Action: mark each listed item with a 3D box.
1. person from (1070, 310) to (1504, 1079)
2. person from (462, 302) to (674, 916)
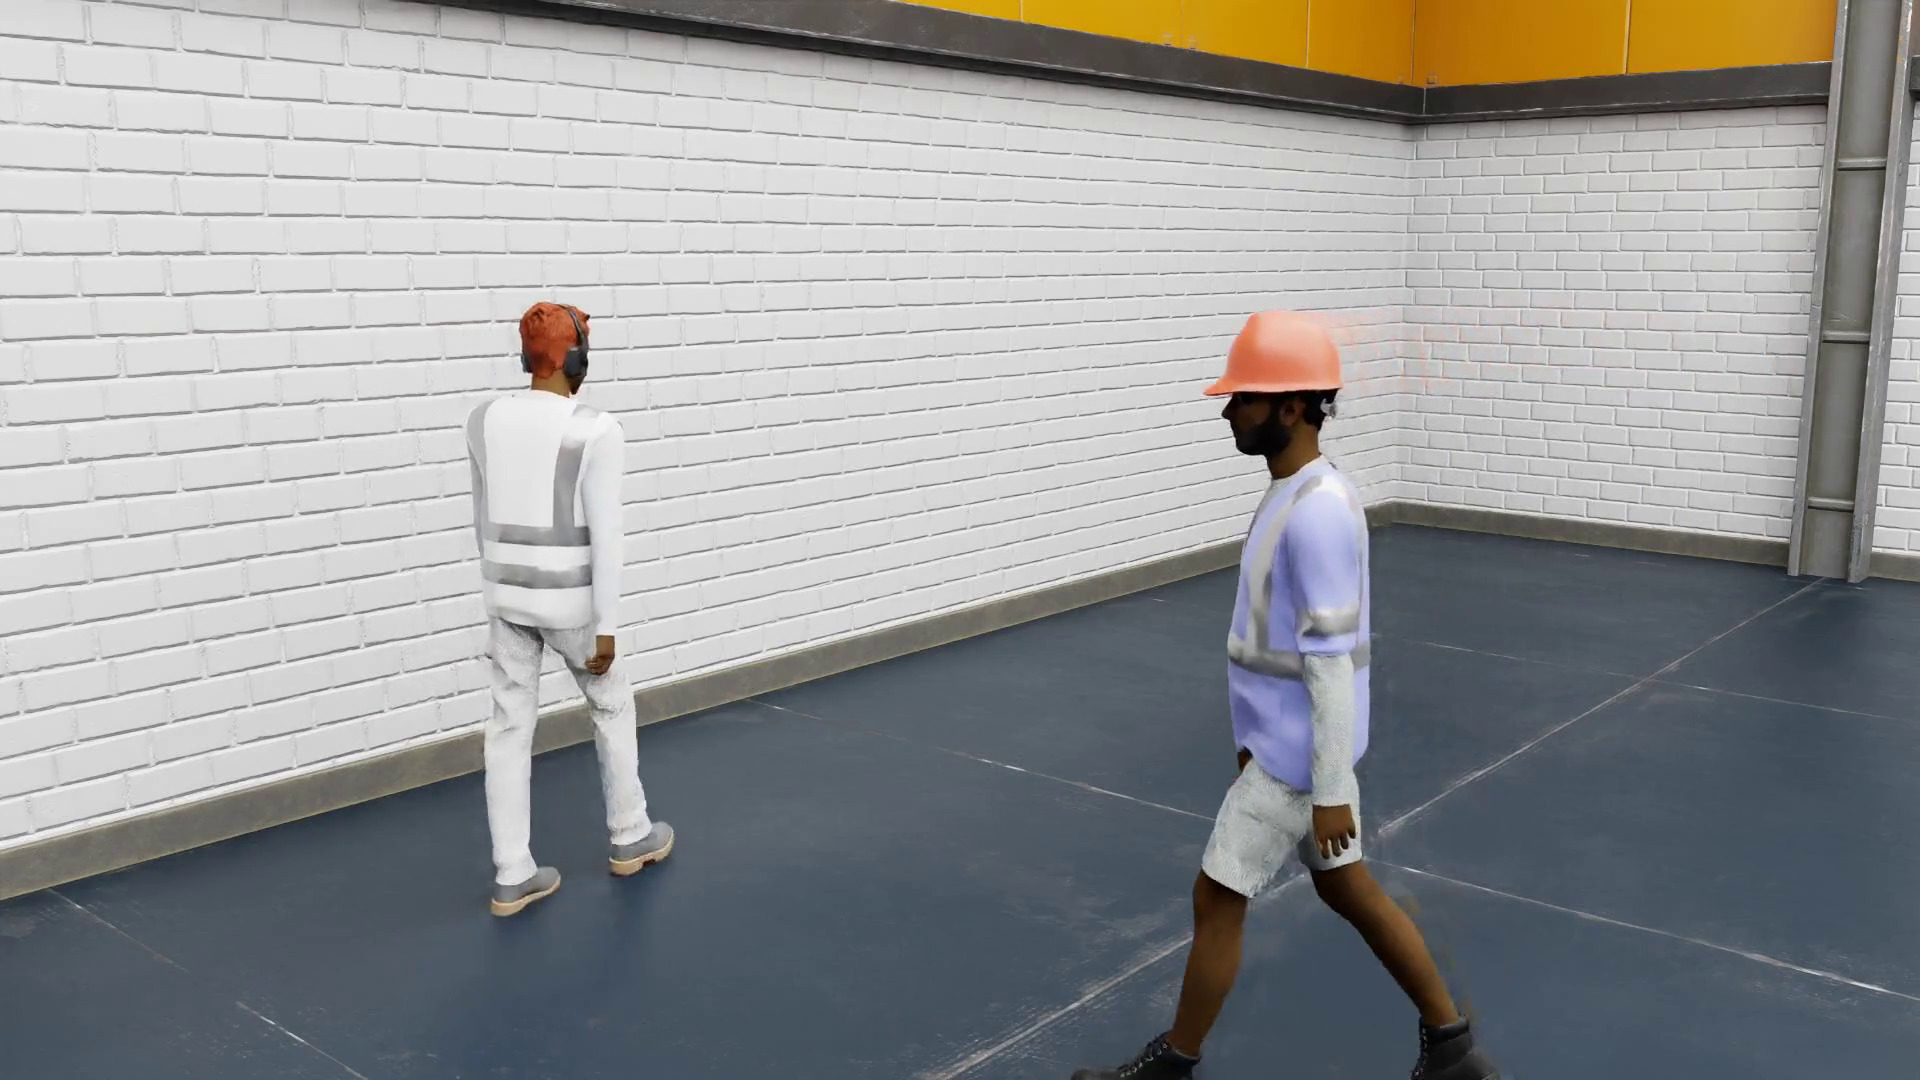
[{"bbox_3d":[0.801,0.431,3.765,0.988,1.900,0.562,2,10,9],"label":"person"},{"bbox_3d":[-1.242,0.190,5.237,0.600,1.855,0.829,3,10,18],"label":"person"}]
